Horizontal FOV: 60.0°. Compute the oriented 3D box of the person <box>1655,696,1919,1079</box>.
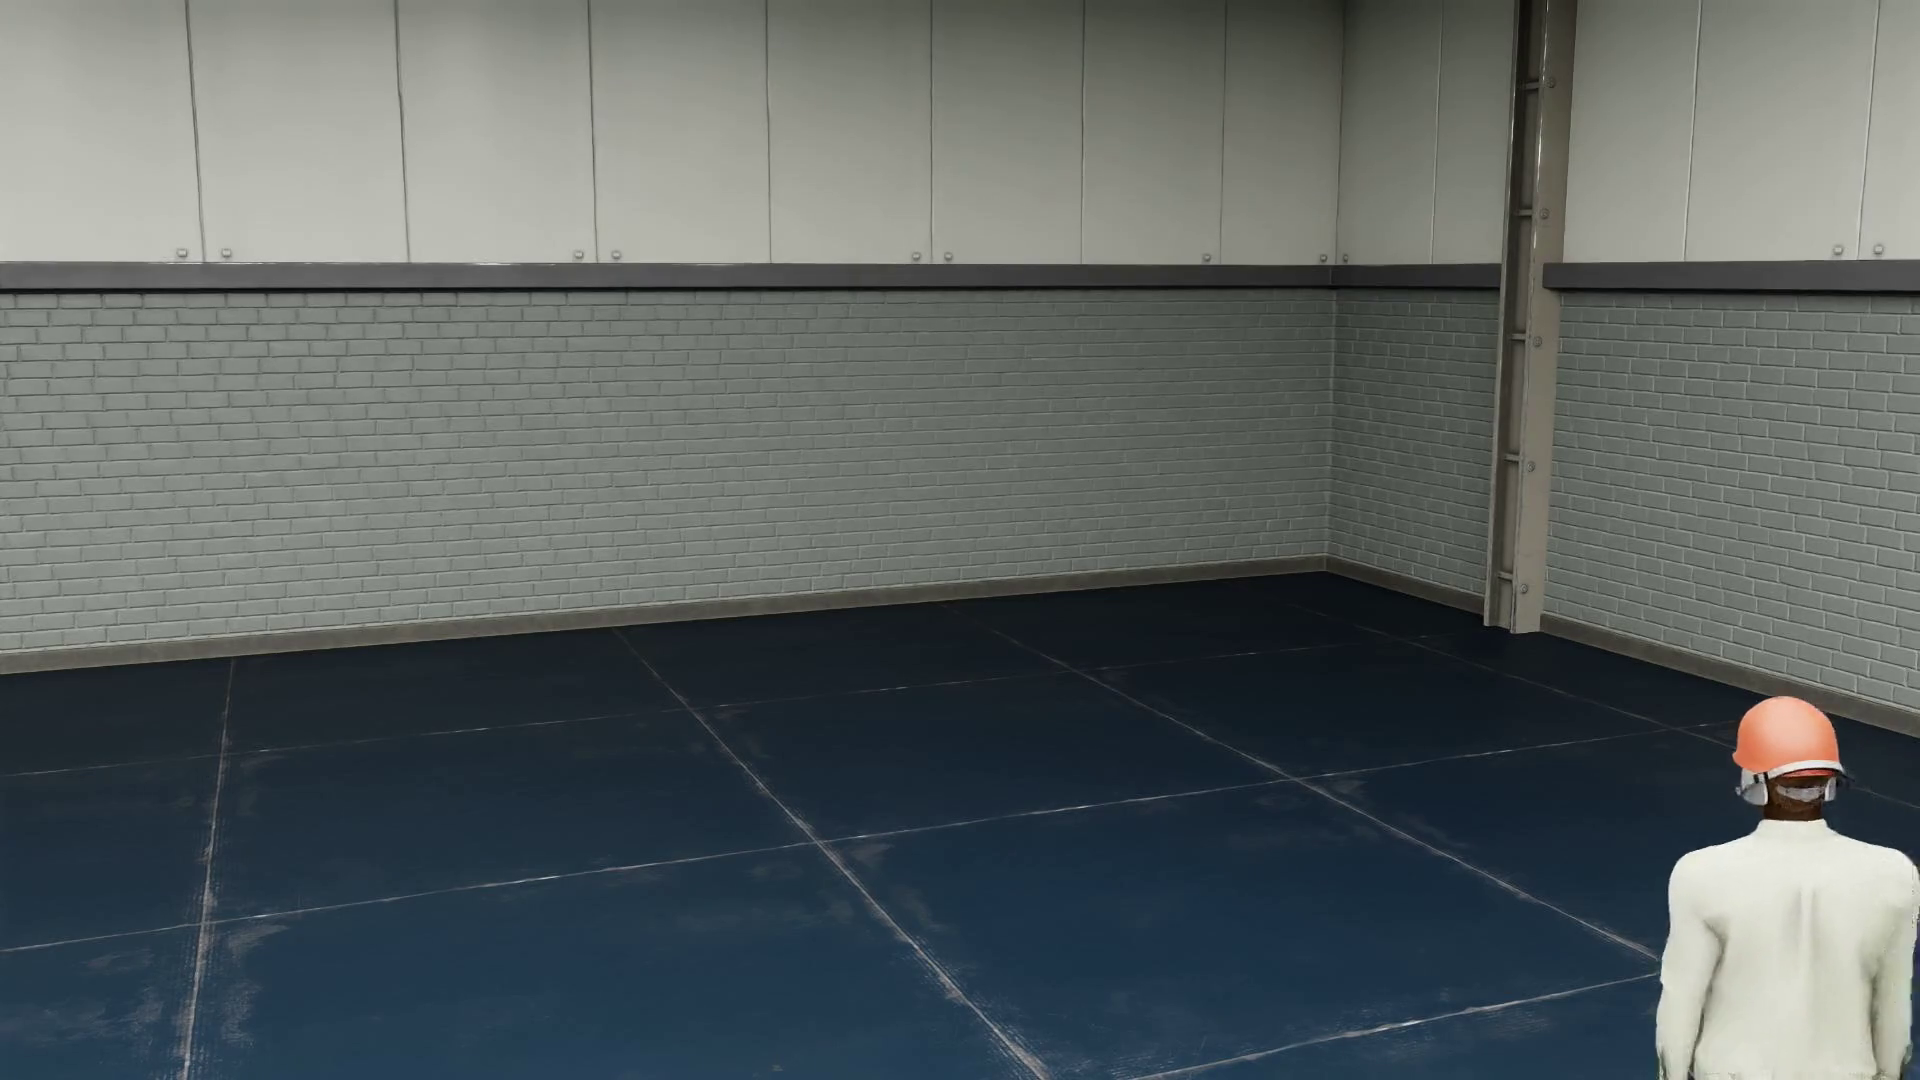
[{"bbox_3d":[2.095,1.383,4.226,0.625,1.976,0.756,2,9,12],"label":"person"}]
